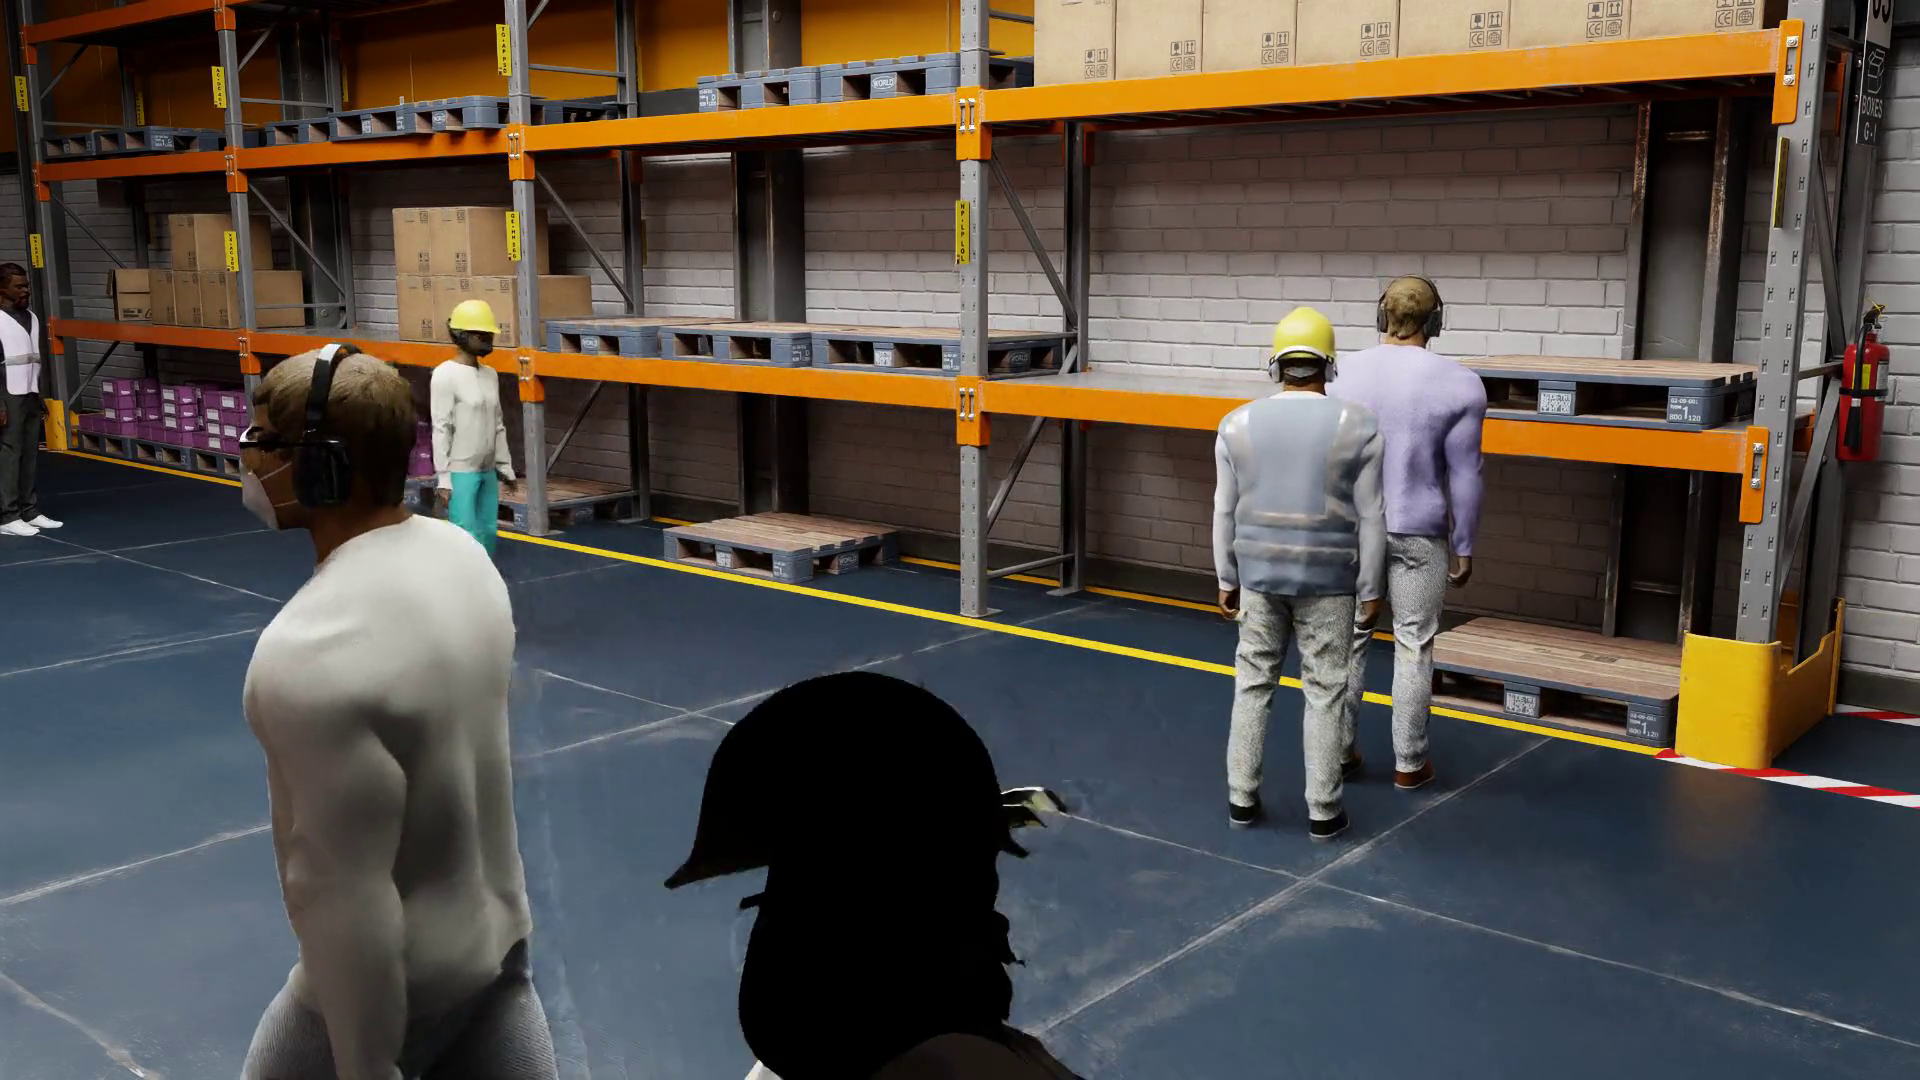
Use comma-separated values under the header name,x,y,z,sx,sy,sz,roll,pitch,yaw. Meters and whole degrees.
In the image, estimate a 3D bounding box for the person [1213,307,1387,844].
name,x,y,z,sx,sy,sz,roll,pitch,yaw
person,1.164,0.121,5.729,0.599,1.827,0.404,5,11,25

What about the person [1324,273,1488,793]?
name,x,y,z,sx,sy,sz,roll,pitch,yaw
person,1.619,-0.015,6.198,0.630,1.934,0.369,5,11,28

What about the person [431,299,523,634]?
name,x,y,z,sx,sy,sz,roll,pitch,yaw
person,-2.498,-0.348,8.557,0.339,1.766,0.548,3,10,17

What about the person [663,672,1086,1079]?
name,x,y,z,sx,sy,sz,roll,pitch,yaw
person,-0.006,0.939,1.084,0.441,1.810,0.635,-5,11,-27

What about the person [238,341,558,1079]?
name,x,y,z,sx,sy,sz,roll,pitch,yaw
person,-0.798,0.647,2.533,1.013,1.902,0.625,2,10,10

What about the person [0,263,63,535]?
name,x,y,z,sx,sy,sz,roll,pitch,yaw
person,-6.711,-0.998,11.813,0.370,1.916,0.597,0,10,0
